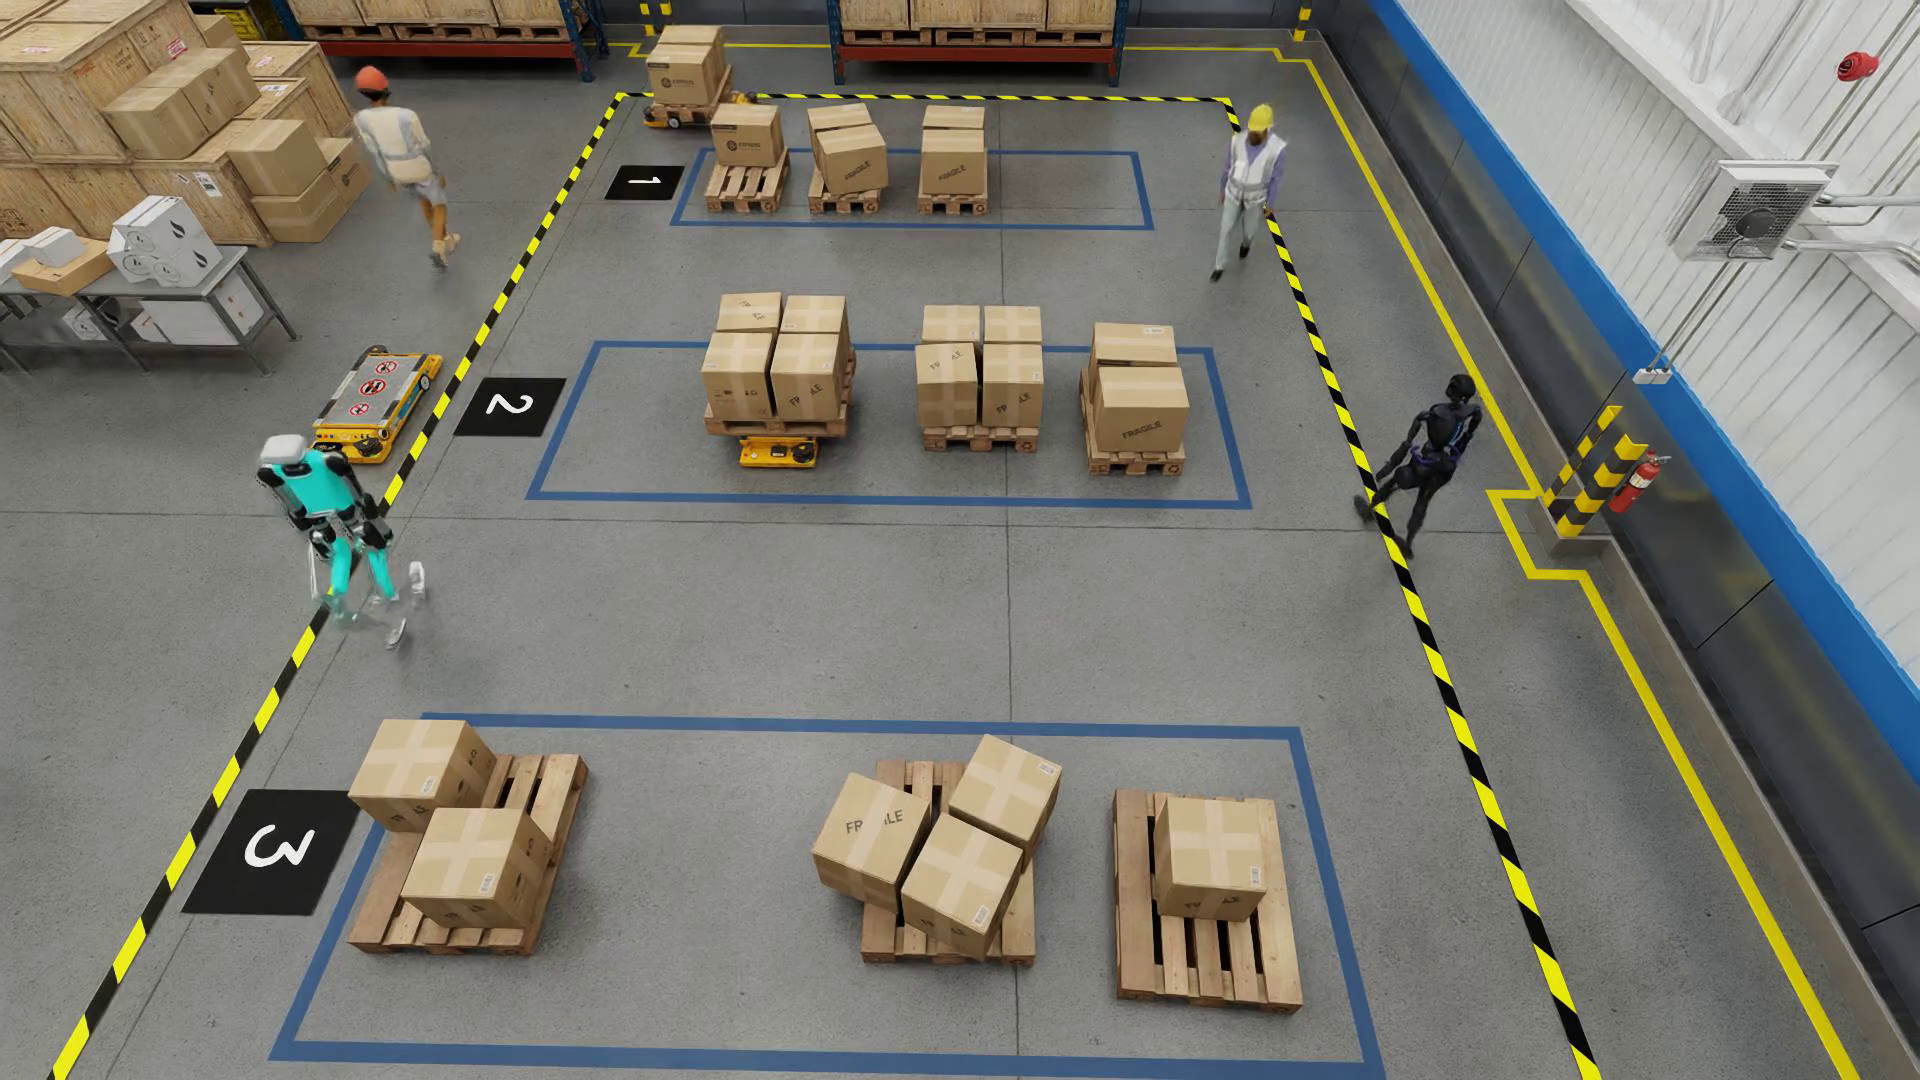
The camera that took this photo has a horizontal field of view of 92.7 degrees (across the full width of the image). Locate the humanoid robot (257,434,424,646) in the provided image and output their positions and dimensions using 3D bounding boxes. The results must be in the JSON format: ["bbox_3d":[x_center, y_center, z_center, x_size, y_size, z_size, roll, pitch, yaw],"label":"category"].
[{"bbox_3d":[-4.229,0.096,6.317,0.534,1.727,1.013,-10,50,-8],"label":"humanoid robot"}]

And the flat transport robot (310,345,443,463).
[{"bbox_3d":[-5.383,-1.269,8.441,0.659,0.231,1.431,1,50,1],"label":"flat transport robot"}]

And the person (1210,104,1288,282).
[{"bbox_3d":[2.930,-3.553,9.363,0.601,1.811,0.610,21,53,17],"label":"person"}]

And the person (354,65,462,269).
[{"bbox_3d":[-5.650,-3.755,9.406,0.601,2.019,0.777,-4,50,-3],"label":"person"}]

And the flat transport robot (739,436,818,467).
[{"bbox_3d":[-1.582,-1.235,8.394,0.652,0.197,1.431,1,50,1],"label":"flat transport robot"}]

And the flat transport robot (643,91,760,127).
[{"bbox_3d":[-3.440,-5.752,12.216,1.431,0.197,0.652,1,50,1],"label":"flat transport robot"}]

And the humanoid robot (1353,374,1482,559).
[{"bbox_3d":[3.511,-0.612,6.971,0.596,1.634,0.690,-7,50,-6],"label":"humanoid robot"}]
